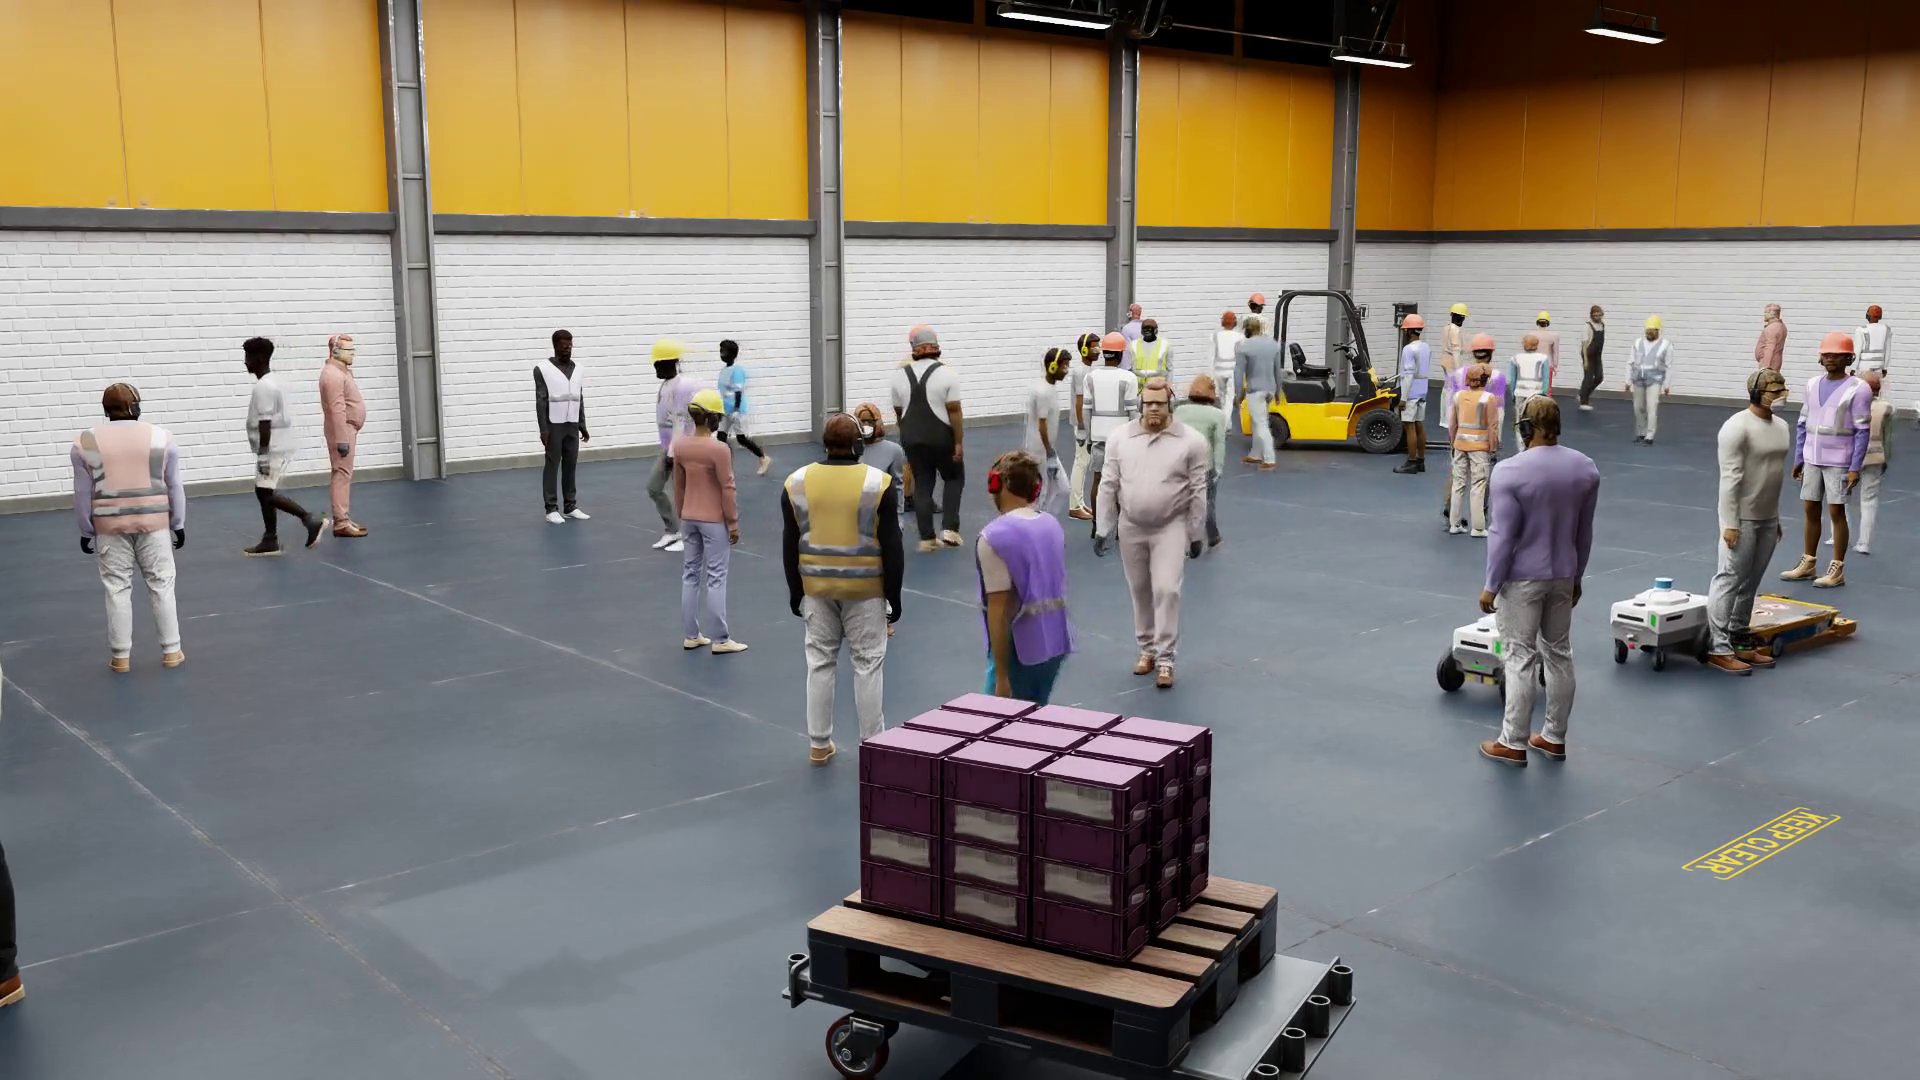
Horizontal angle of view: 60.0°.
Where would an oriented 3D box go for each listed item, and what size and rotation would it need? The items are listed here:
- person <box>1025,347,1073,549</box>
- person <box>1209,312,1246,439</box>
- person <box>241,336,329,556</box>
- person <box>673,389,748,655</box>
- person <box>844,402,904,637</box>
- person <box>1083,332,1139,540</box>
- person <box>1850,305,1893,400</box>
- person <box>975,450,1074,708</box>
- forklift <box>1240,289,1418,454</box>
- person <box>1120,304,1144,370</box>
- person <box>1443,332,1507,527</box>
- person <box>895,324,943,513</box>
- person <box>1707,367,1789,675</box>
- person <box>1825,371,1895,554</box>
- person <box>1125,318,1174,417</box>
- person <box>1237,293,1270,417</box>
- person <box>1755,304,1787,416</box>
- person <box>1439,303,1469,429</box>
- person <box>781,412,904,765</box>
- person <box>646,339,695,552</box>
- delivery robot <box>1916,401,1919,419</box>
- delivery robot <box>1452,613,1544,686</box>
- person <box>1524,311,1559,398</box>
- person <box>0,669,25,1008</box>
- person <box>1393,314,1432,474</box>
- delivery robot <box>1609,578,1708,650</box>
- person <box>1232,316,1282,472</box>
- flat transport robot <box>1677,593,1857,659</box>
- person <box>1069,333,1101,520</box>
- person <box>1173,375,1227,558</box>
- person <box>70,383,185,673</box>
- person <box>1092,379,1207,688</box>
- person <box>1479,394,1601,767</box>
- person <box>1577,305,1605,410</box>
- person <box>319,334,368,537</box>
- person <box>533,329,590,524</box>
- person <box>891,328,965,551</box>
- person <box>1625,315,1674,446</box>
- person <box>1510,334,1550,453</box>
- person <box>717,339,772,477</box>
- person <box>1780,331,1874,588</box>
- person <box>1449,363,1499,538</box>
[{"bbox_3d":[0.782,-0.787,14.734,0.529,1.834,0.550,3,10,18],"label":"person"},{"bbox_3d":[3.894,-2.400,24.211,0.571,1.842,1.012,5,11,26],"label":"person"},{"bbox_3d":[-5.962,-0.808,14.537,0.652,1.946,0.623,-3,10,-16],"label":"person"},{"bbox_3d":[-1.672,-0.121,11.072,0.523,1.761,0.326,7,12,36],"label":"person"},{"bbox_3d":[-0.637,-0.141,11.554,0.507,1.633,0.276,-1,10,-5],"label":"person"},{"bbox_3d":[1.414,-0.963,15.482,0.545,1.938,0.357,4,11,24],"label":"person"},{"bbox_3d":[14.026,-2.671,25.637,0.581,1.882,0.351,-1,10,-3],"label":"person"},{"bbox_3d":[0.257,0.524,7.162,0.442,1.805,0.627,7,12,36],"label":"person"},{"bbox_3d":[5.034,-2.339,22.783,2.313,2.155,1.214,3,10,16],"label":"forklift"},{"bbox_3d":[2.668,-2.678,25.608,0.652,1.906,0.409,-9,13,-43],"label":"person"},{"bbox_3d":[4.995,-1.061,16.171,0.546,1.908,0.829,6,11,32],"label":"person"},{"bbox_3d":[-0.407,-1.236,17.075,0.543,1.939,0.371,9,13,43],"label":"person"},{"bbox_3d":[5.033,-0.126,10.577,0.628,1.940,0.377,-7,12,-34],"label":"person"},{"bbox_3d":[8.014,-0.699,14.853,0.538,1.619,0.568,1,10,5],"label":"person"},{"bbox_3d":[2.436,-1.946,21.524,0.634,1.839,0.429,3,10,16],"label":"person"},{"bbox_3d":[4.813,-3.009,27.201,0.618,2.037,0.410,9,13,43],"label":"person"},{"bbox_3d":[12.493,-2.694,25.706,0.409,1.905,0.651,8,12,39],"label":"person"},{"bbox_3d":[7.557,-2.657,25.451,0.373,1.920,0.585,0,10,2],"label":"person"},{"bbox_3d":[-0.590,0.262,8.595,0.633,1.840,0.429,2,10,12],"label":"person"},{"bbox_3d":[-2.572,-0.825,14.763,0.526,1.907,0.584,-5,11,-28],"label":"person"},{"bbox_3d":[14.920,-1.985,25.233,0.707,0.478,0.477,8,12,38],"label":"delivery robot"},{"bbox_3d":[3.298,0.605,10.055,0.707,0.478,0.477,-8,12,-41],"label":"delivery robot"},{"bbox_3d":[9.183,-2.726,26.305,0.533,1.768,0.311,2,10,13],"label":"person"},{"bbox_3d":[-3.554,0.676,5.716,0.621,1.992,0.397,5,11,28],"label":"person"},{"bbox_3d":[5.481,-1.772,20.218,0.375,1.935,0.550,9,13,41],"label":"person"},{"bbox_3d":[4.530,0.489,10.749,0.707,0.478,0.477,-7,12,-36],"label":"delivery robot"},{"bbox_3d":[3.652,-1.804,20.510,0.637,1.895,0.856,-6,12,-33],"label":"person"},{"bbox_3d":[5.443,0.574,11.355,1.431,0.197,0.652,-7,12,-36],"label":"flat transport robot"},{"bbox_3d":[1.262,-1.139,16.726,0.310,1.863,0.533,2,10,13],"label":"person"},{"bbox_3d":[2.111,-0.658,14.701,0.519,1.587,0.842,4,10,21],"label":"person"},{"bbox_3d":[-5.275,-0.080,10.599,0.634,1.838,0.429,-5,11,-27],"label":"person"},{"bbox_3d":[1.153,-0.046,10.263,0.664,1.877,0.784,4,10,20],"label":"person"},{"bbox_3d":[2.976,0.212,8.615,0.628,1.935,0.373,-3,10,-20],"label":"person"},{"bbox_3d":[10.773,-3.107,28.429,0.568,1.803,0.576,-6,11,-32],"label":"person"},{"bbox_3d":[-5.808,-0.986,15.711,0.402,1.904,0.652,-3,10,-19],"label":"person"},{"bbox_3d":[-3.962,-1.134,16.547,0.392,1.916,0.587,7,12,35],"label":"person"},{"bbox_3d":[-0.239,-0.913,14.888,0.743,2.000,0.545,5,11,27],"label":"person"},{"bbox_3d":[9.637,-2.234,23.282,0.457,1.832,0.602,-9,13,-44],"label":"person"},{"bbox_3d":[7.491,-1.886,21.800,0.540,1.615,0.564,7,12,37],"label":"person"},{"bbox_3d":[-2.604,-1.529,19.564,0.751,1.674,0.527,-7,12,-35],"label":"person"},{"bbox_3d":[6.915,-0.641,13.274,0.369,2.044,0.615,-4,10,-22],"label":"person"},{"bbox_3d":[4.825,-0.841,15.638,0.311,1.638,0.523,-7,12,-34],"label":"person"}]
